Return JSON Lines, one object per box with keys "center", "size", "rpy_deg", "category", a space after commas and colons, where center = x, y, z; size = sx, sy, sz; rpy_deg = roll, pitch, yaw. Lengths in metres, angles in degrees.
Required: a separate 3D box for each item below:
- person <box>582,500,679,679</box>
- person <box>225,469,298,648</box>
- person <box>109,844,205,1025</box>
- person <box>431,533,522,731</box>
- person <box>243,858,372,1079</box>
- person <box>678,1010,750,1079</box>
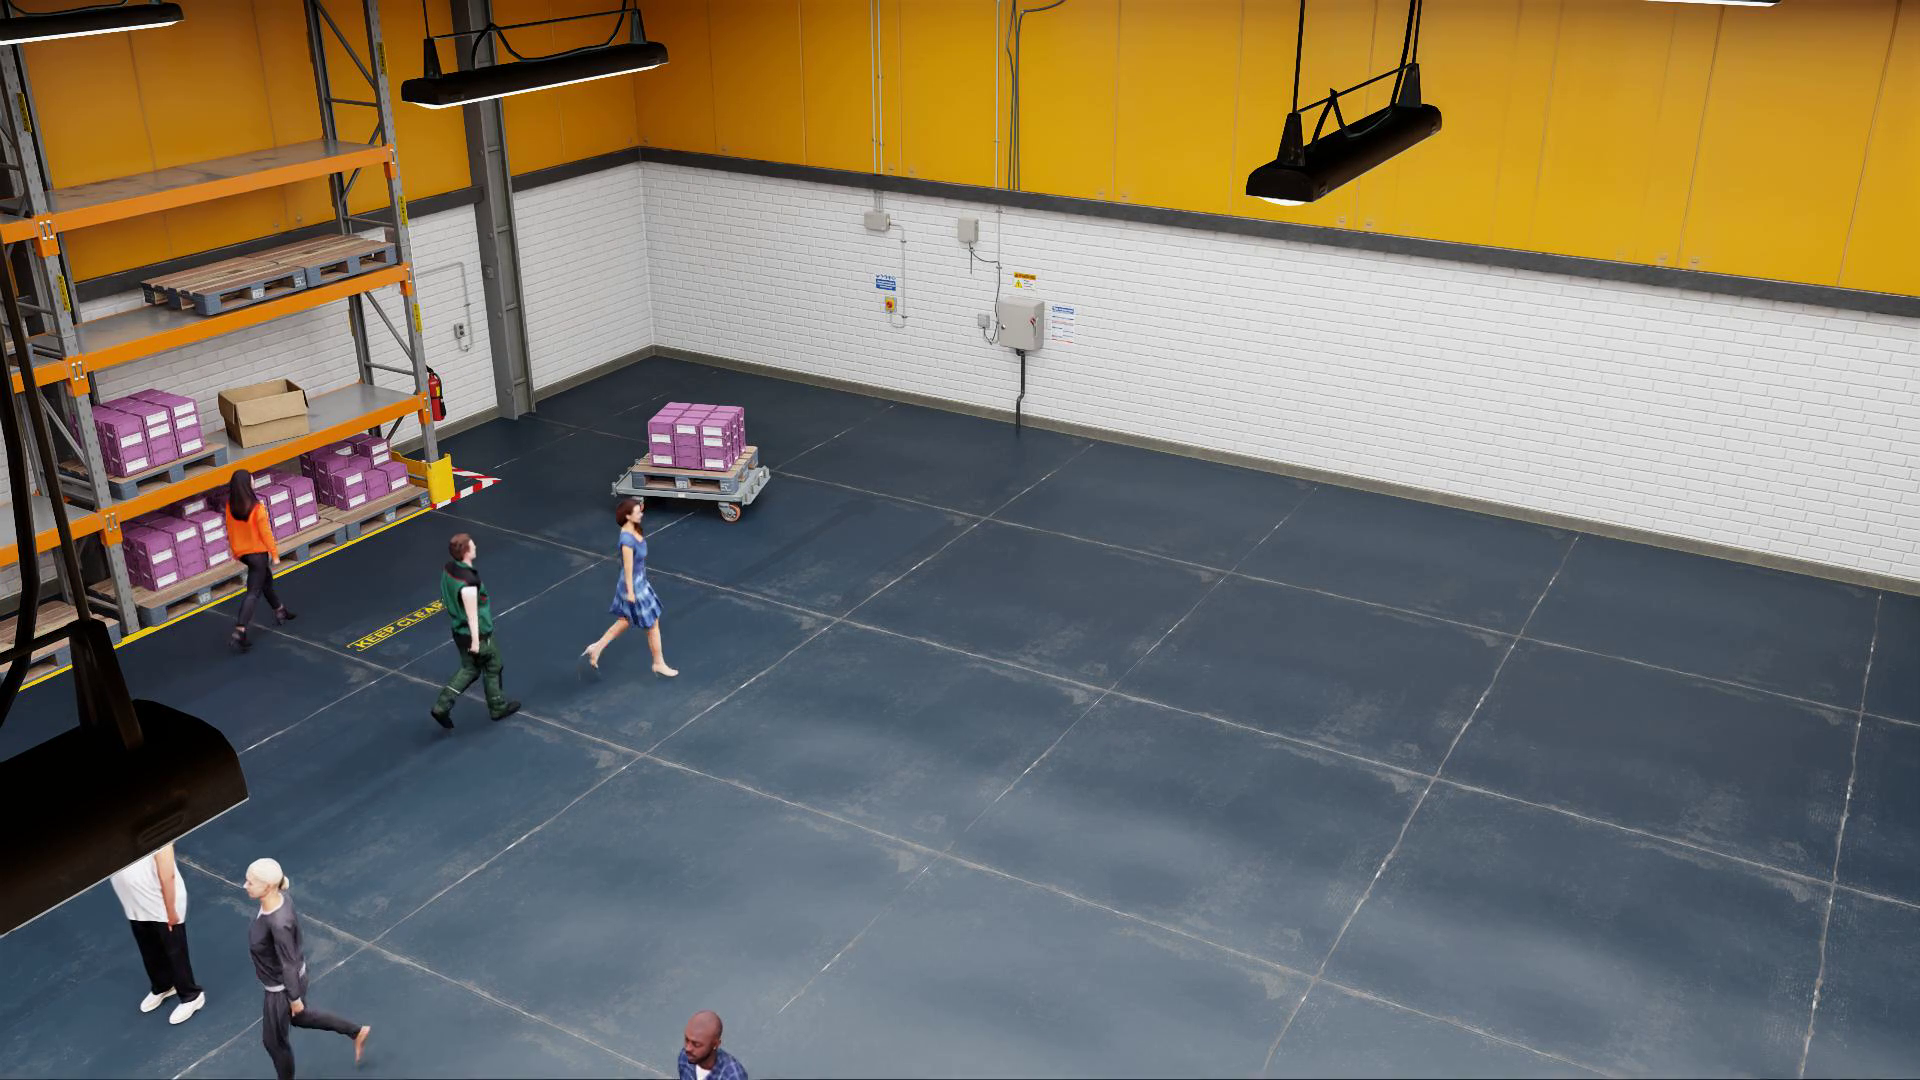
{"center": [-3.025, 0.475, 15.063], "size": [1.142, 1.777, 1.091], "rpy_deg": [-6, 24, -13], "category": "person"}
{"center": [-6.768, 0.202, 15.774], "size": [0.656, 1.706, 1.098], "rpy_deg": [12, 27, 26], "category": "person"}
{"center": [-5.286, 2.366, 10.852], "size": [0.650, 1.685, 0.607], "rpy_deg": [15, 28, 30], "category": "person"}
{"center": [-4.250, 0.800, 14.259], "size": [1.116, 1.825, 0.840], "rpy_deg": [-20, 31, -39], "category": "person"}
{"center": [-4.051, 2.652, 10.173], "size": [1.055, 1.704, 0.956], "rpy_deg": [-9, 25, -20], "category": "person"}
{"center": [-1.226, 3.192, 8.809], "size": [0.687, 1.806, 0.694], "rpy_deg": [16, 28, 32], "category": "person"}
